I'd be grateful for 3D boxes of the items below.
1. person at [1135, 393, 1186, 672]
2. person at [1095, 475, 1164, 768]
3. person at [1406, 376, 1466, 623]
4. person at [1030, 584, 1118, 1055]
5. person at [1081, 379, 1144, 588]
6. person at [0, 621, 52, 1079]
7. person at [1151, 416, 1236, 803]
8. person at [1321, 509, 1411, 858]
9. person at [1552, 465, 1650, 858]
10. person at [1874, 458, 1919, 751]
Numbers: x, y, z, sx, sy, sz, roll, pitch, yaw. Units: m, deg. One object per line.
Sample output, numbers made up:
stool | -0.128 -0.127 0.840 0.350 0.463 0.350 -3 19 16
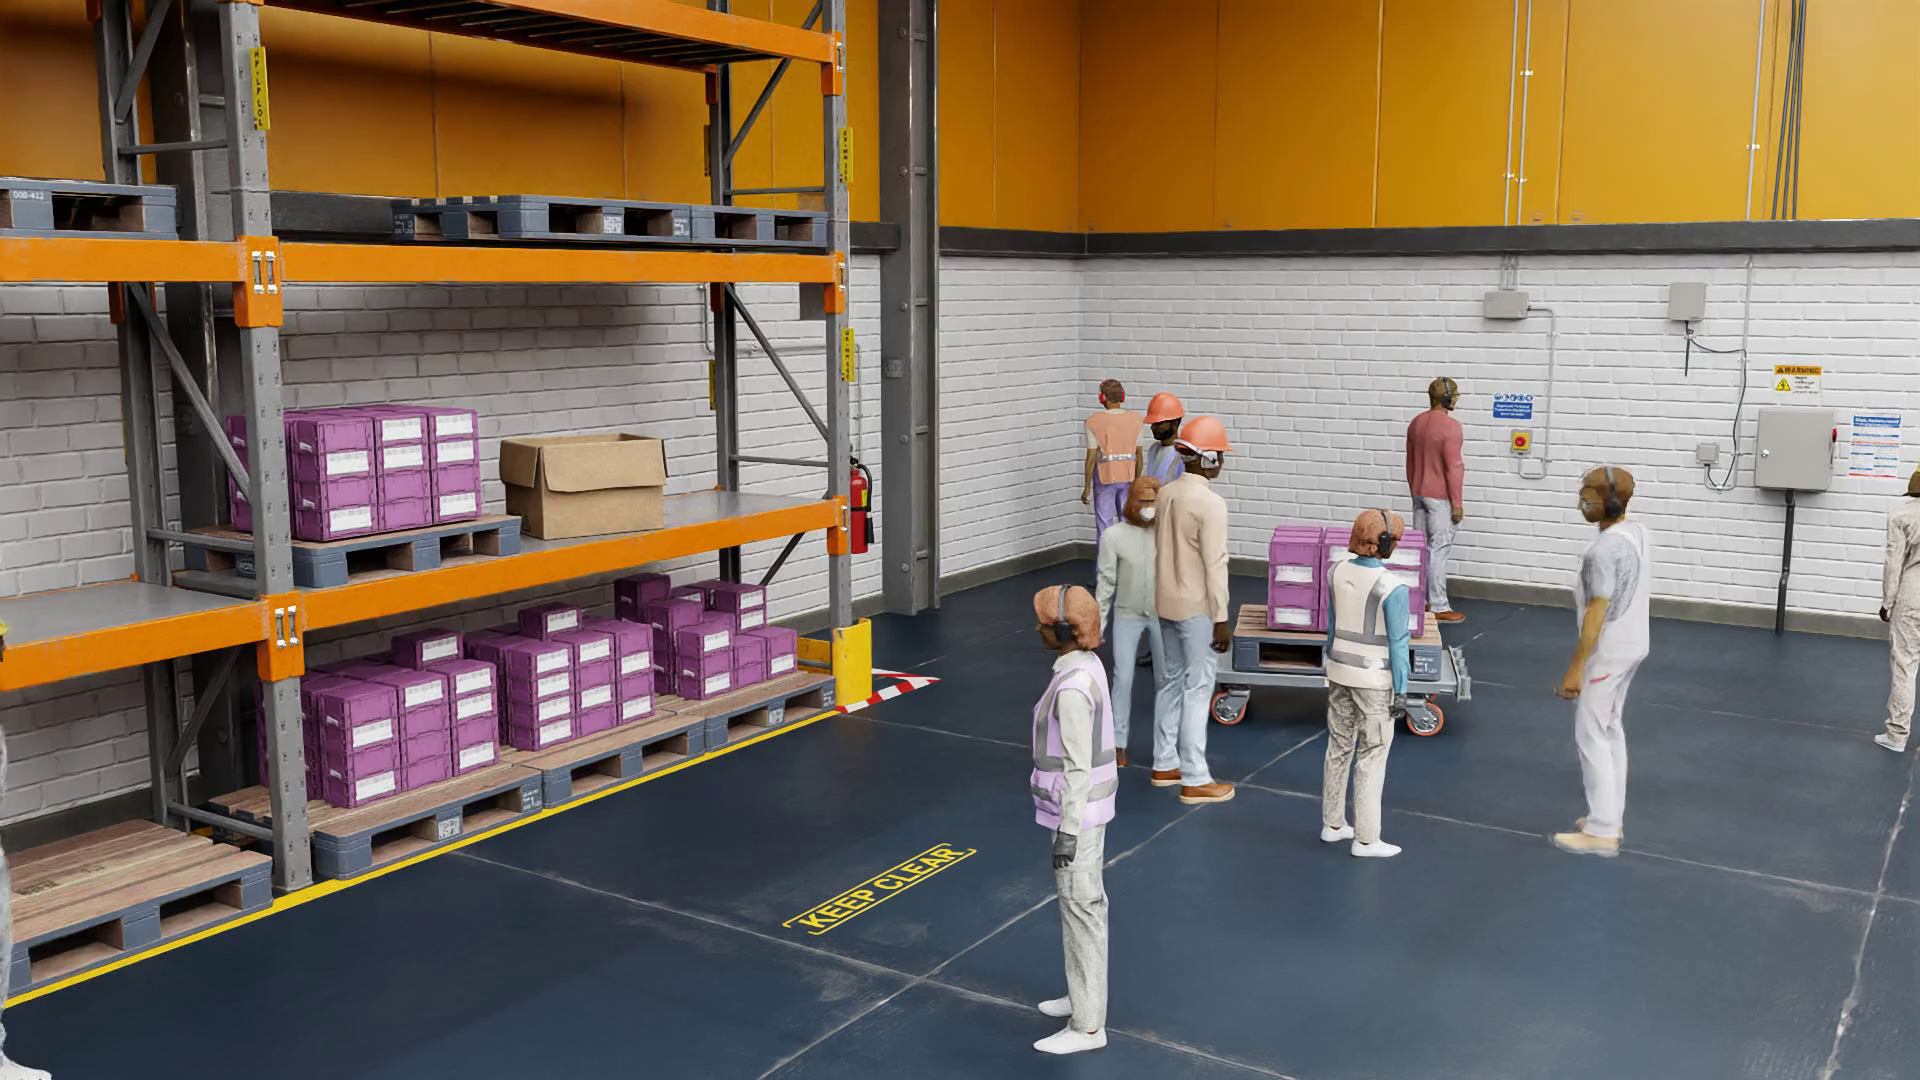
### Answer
person | 1.406 -0.044 11.381 0.386 1.929 0.543 -4 10 -24
person | 1.009 0.448 9.151 0.544 1.624 0.312 0 9 -3
person | 3.750 -0.317 13.106 0.373 1.941 0.627 -3 9 -18
person | 0.393 0.961 5.778 0.311 1.636 0.523 1 9 7
person | 1.334 -0.476 14.470 0.563 1.838 0.389 -3 9 -21
person | -3.125 0.996 5.268 0.365 1.732 0.507 -2 9 -15
person | 1.221 0.353 8.618 0.411 1.985 0.625 -3 9 -21
person | 1.882 0.664 7.729 0.316 1.631 0.524 -5 10 -28
person | 3.036 0.565 7.780 0.343 1.821 0.566 7 11 40
person | 5.482 0.344 9.445 0.485 1.744 0.295 2 9 11
